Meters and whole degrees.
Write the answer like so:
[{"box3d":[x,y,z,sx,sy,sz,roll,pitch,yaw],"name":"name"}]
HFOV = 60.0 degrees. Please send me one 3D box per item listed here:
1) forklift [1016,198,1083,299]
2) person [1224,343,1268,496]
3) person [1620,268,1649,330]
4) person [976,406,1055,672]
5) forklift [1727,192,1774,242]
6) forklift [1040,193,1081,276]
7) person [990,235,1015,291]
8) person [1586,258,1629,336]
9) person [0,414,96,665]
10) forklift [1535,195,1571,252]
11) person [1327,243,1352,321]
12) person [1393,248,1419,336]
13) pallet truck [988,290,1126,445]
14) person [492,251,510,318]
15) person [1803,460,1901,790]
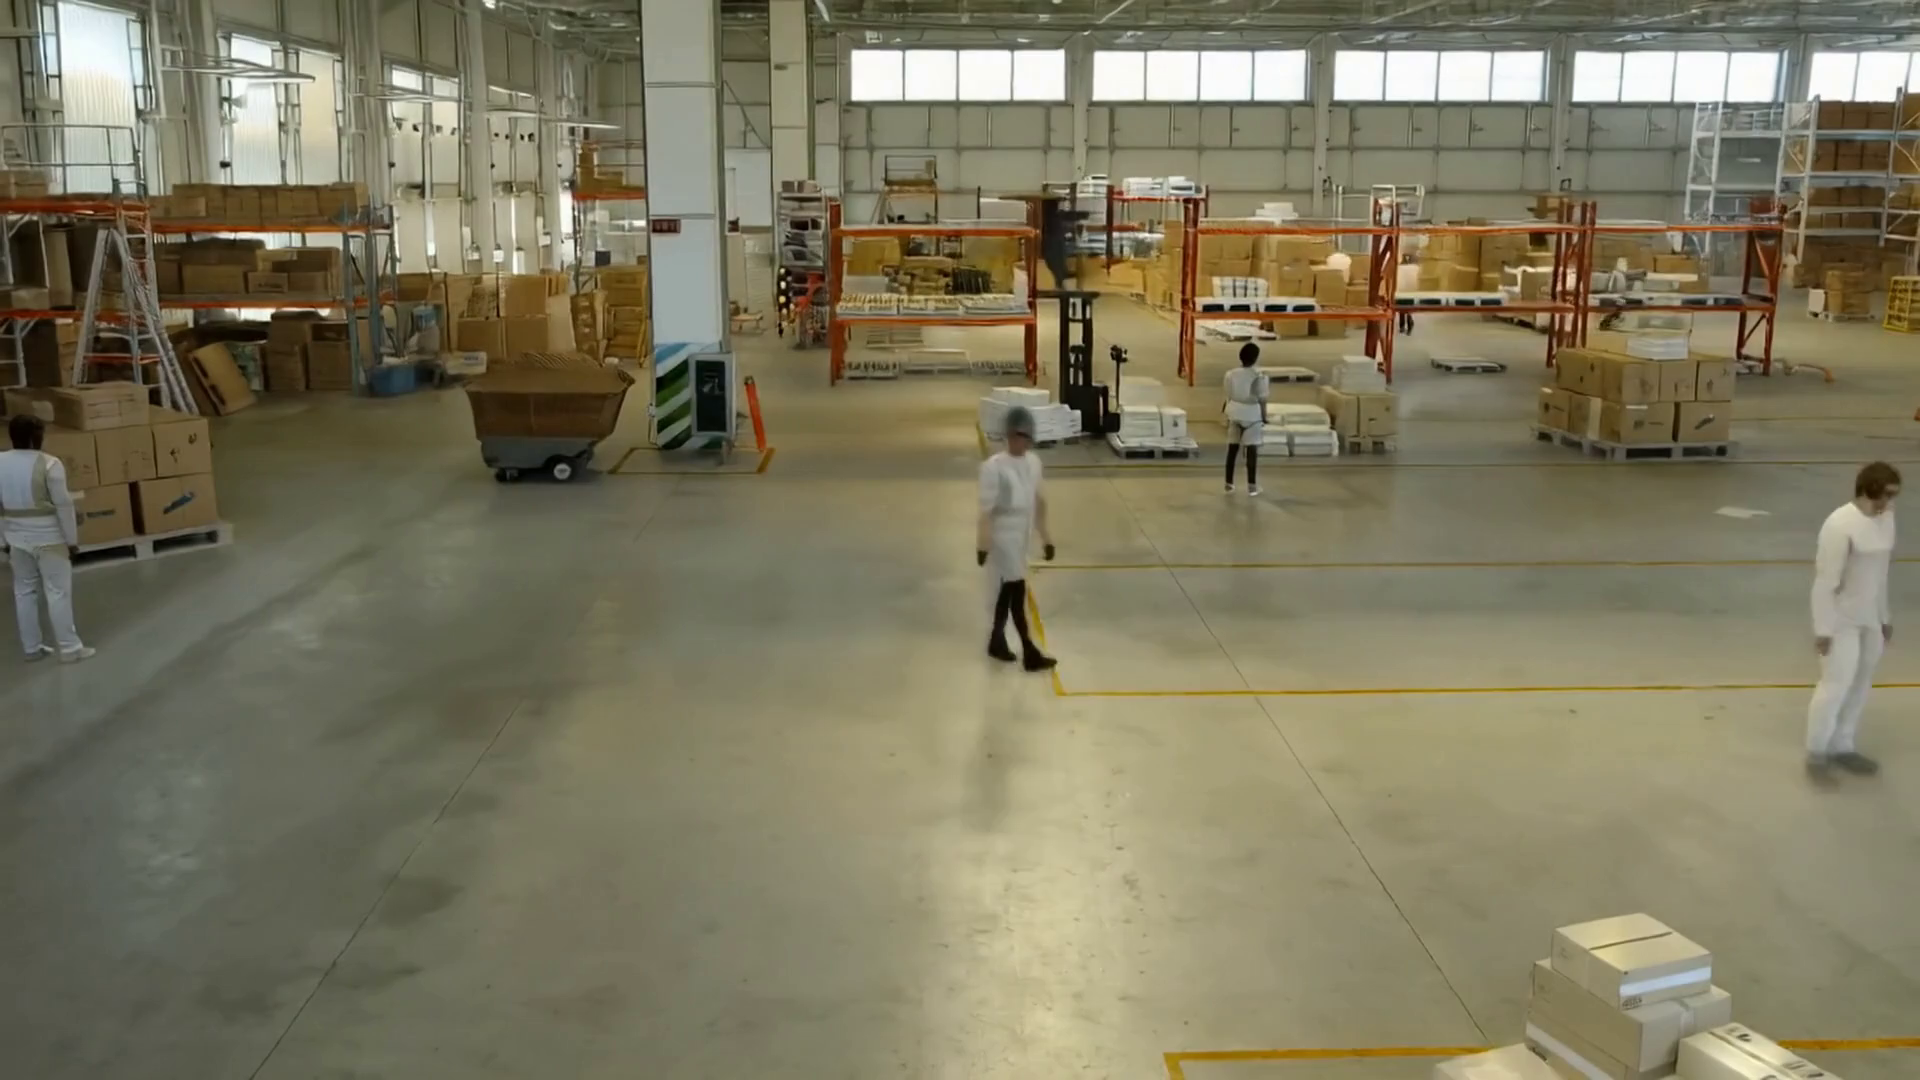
[{"box3d":[2.520,-8.201,46.747,1.873,2.768,1.129,0,12,-2],"name":"forklift"},{"box3d":[3.170,-1.339,18.486,0.533,1.690,0.321,9,16,36],"name":"person"},{"box3d":[13.917,-4.800,34.280,0.593,1.622,0.511,3,13,13],"name":"person"},{"box3d":[0.481,-0.006,11.958,0.859,1.904,0.577,12,17,43],"name":"person"},{"box3d":[29.036,-11.233,60.436,1.873,2.768,1.129,0,12,-2],"name":"forklift"},{"box3d":[3.069,-10.310,56.271,1.873,2.768,1.129,-7,14,-28],"name":"forklift"},{"box3d":[1.295,-8.418,49.993,1.032,1.879,0.657,-7,14,-28],"name":"person"},{"box3d":[13.114,-4.758,33.547,0.660,1.864,0.590,1,13,5],"name":"person"},{"box3d":[-6.676,0.002,12.078,0.625,1.844,0.429,2,13,7],"name":"person"},{"box3d":[18.927,-9.625,53.180,1.129,2.768,1.873,0,12,-2],"name":"forklift"},{"box3d":[9.070,-6.132,39.678,0.640,1.880,1.030,8,15,32],"name":"person"},{"box3d":[9.702,-5.403,36.321,0.597,1.908,0.447,-3,13,-14],"name":"person"},{"box3d":[1.257,-2.299,22.111,1.885,1.965,0.823,-9,15,-35],"name":"pallet truck"},{"box3d":[-11.306,-6.260,40.837,0.313,1.633,0.517,-11,17,-41],"name":"person"},{"box3d":[5.221,0.482,9.780,0.761,1.924,0.381,-9,15,-35],"name":"person"}]
